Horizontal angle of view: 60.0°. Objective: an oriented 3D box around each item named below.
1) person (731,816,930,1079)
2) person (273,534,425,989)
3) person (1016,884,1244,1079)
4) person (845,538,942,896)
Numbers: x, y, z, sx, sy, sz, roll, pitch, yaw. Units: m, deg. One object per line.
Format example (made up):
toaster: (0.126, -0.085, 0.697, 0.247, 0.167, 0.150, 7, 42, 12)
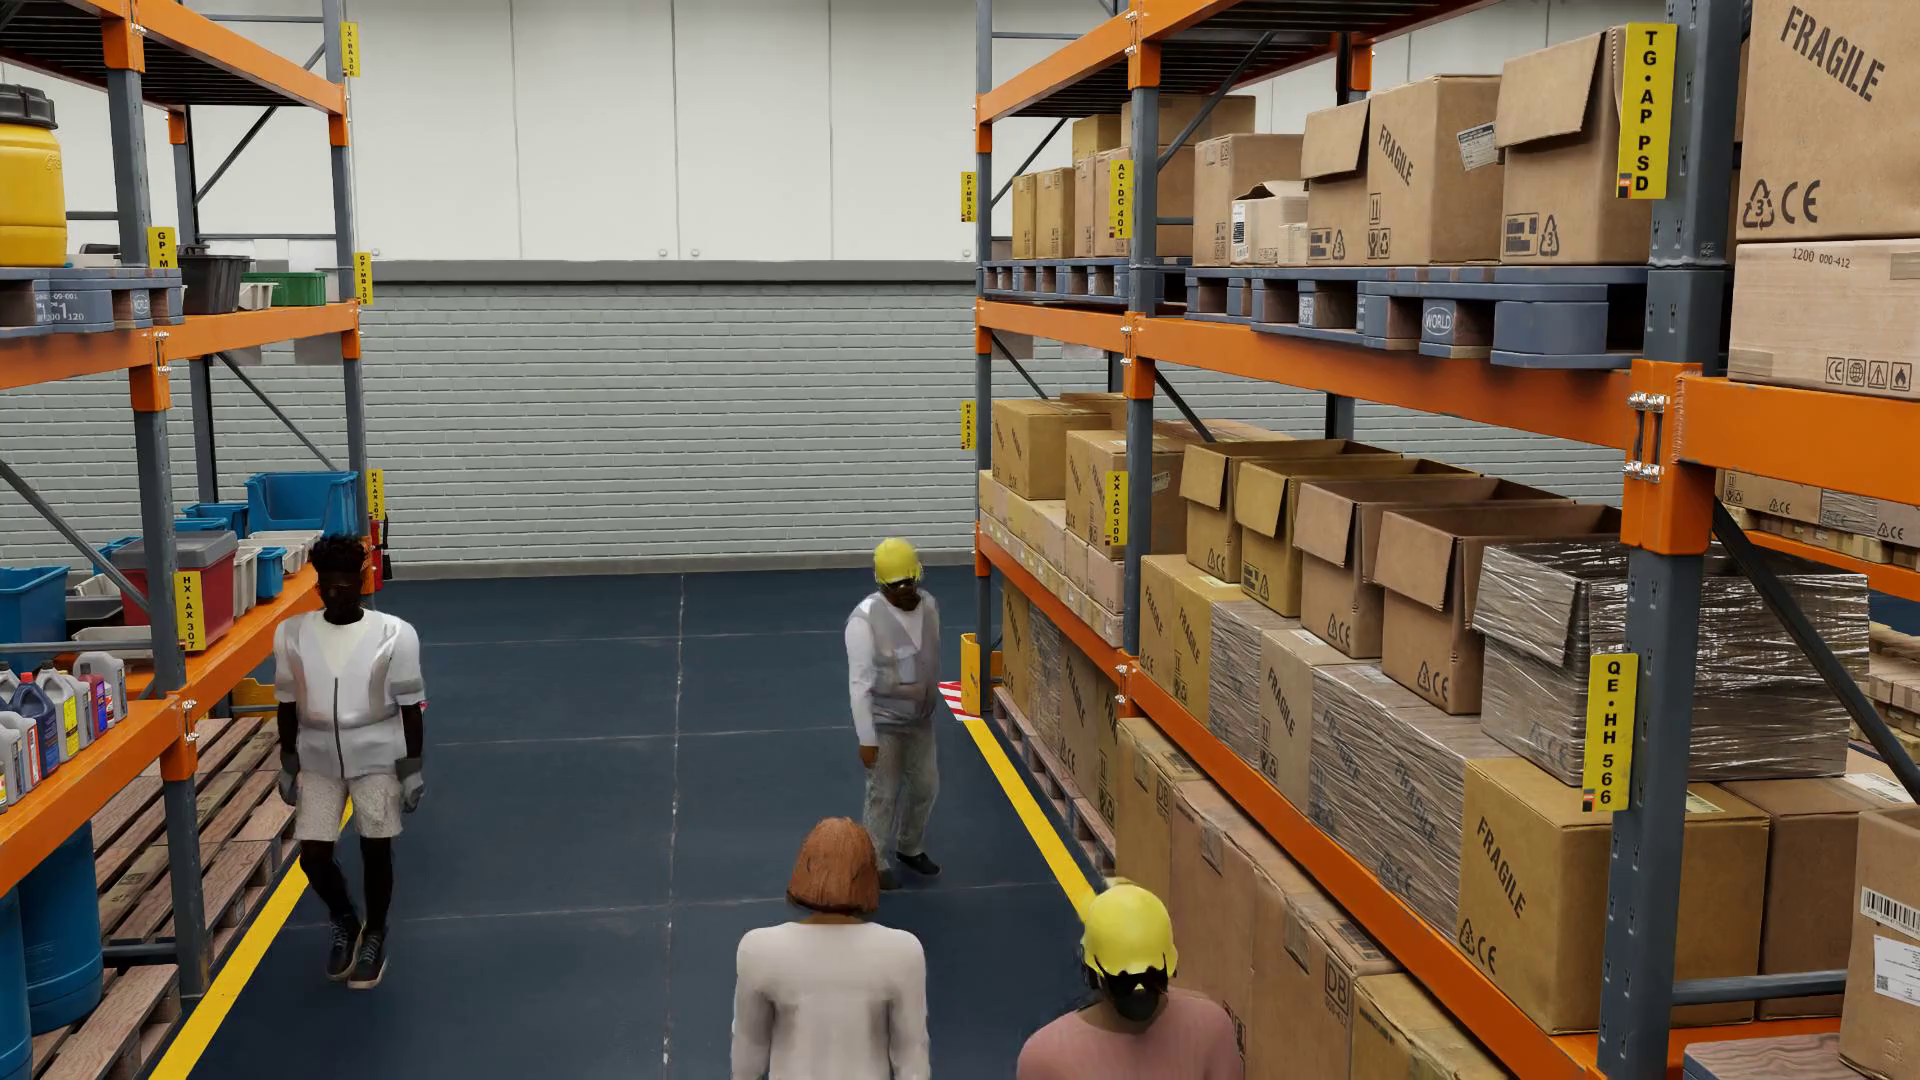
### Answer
person: (-0.343, 1.527, 4.375, 0.520, 1.613, 0.371, -1, 9, -6)
person: (-2.563, 0.936, 6.983, 0.641, 1.950, 0.423, -1, 9, -6)
person: (0.386, 1.578, 3.784, 0.534, 1.710, 0.944, -4, 10, -23)
person: (-0.314, 0.853, 8.007, 0.502, 1.790, 0.615, 9, 13, 43)
